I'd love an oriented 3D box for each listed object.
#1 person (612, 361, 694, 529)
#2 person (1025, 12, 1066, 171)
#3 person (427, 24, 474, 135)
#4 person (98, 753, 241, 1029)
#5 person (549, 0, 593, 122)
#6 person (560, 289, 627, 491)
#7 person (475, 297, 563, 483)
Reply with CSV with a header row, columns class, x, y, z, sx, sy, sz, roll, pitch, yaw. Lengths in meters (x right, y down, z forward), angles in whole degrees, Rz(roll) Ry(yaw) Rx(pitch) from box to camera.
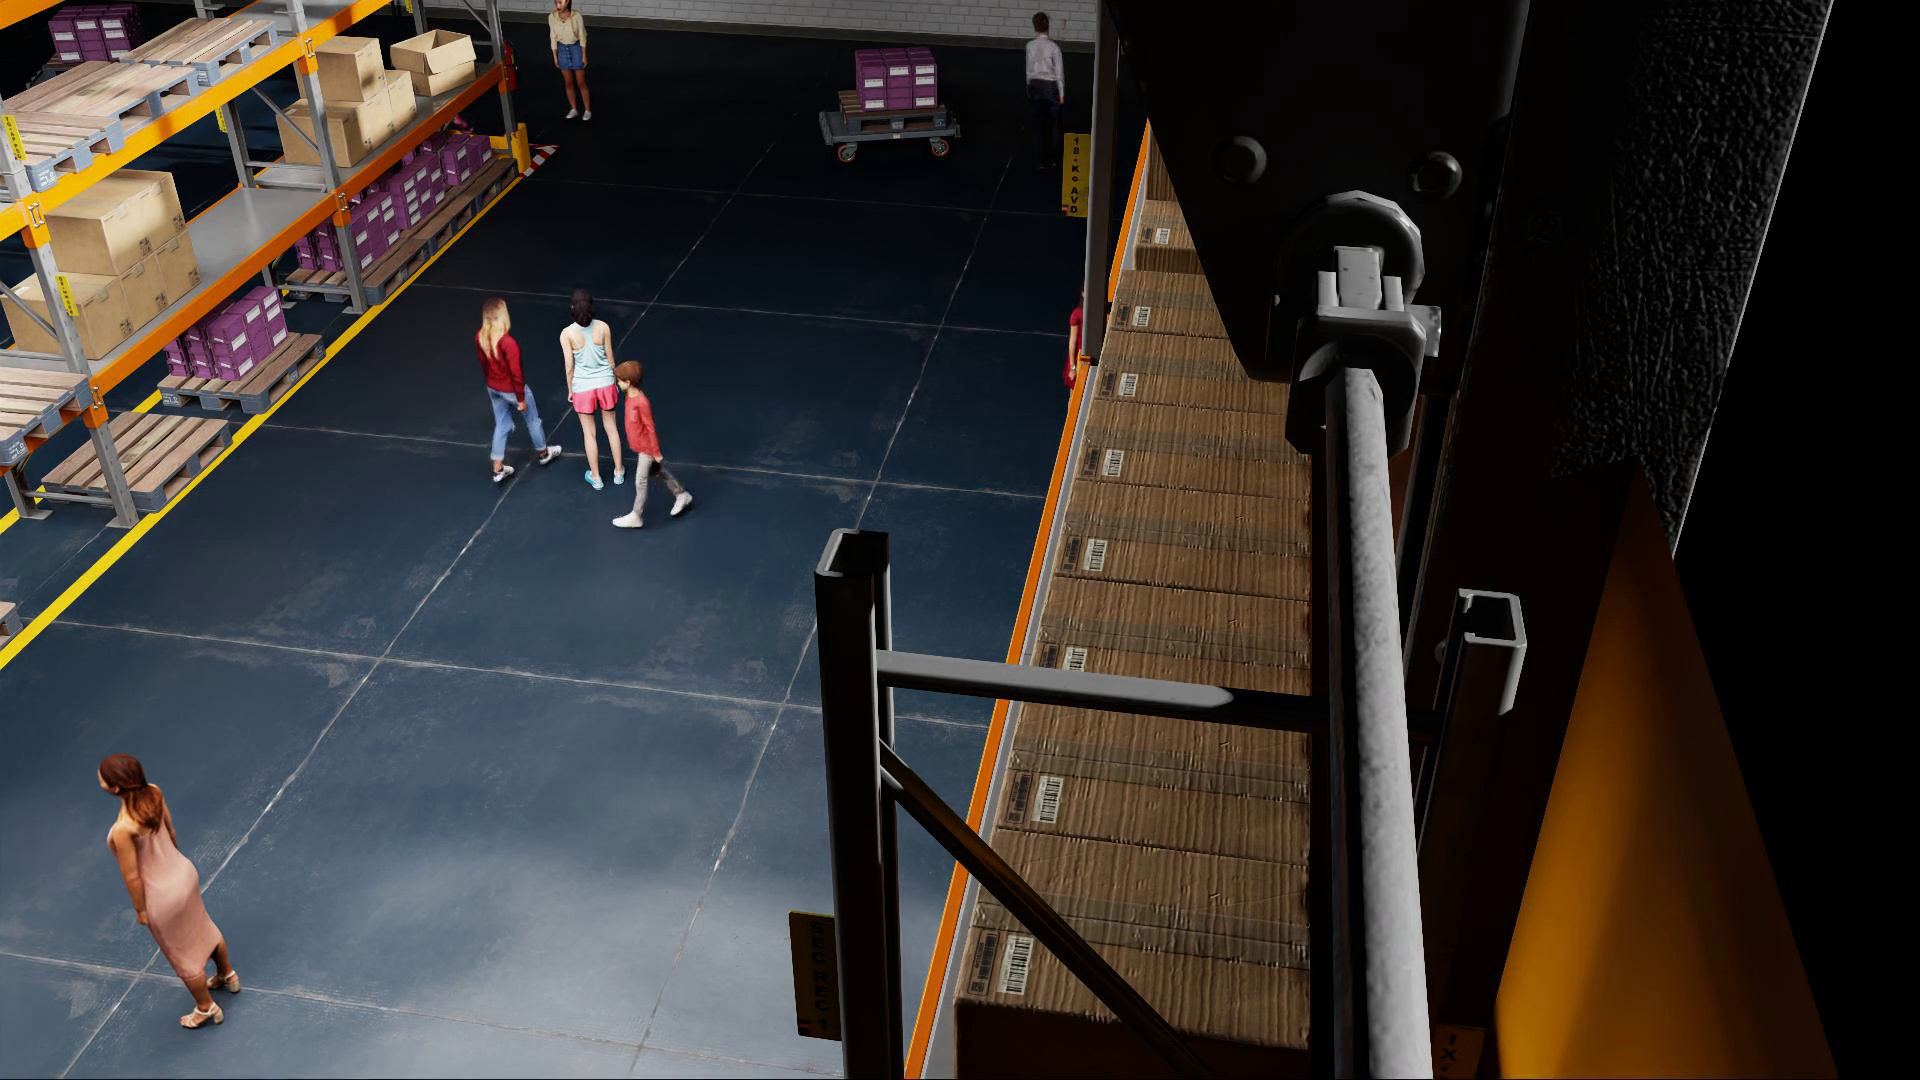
class,x,y,z,sx,sy,sz,roll,pitch,yaw
person,-2.433,-0.777,13.230,0.936,1.379,0.929,-20,39,-27
person,1.008,-5.282,19.636,0.754,1.791,0.707,24,40,31
person,-6.401,-5.600,20.435,0.793,1.435,0.958,-4,34,-7
person,-4.213,1.856,8.862,0.650,1.830,0.484,2,34,3
person,-4.928,-6.155,21.095,0.646,1.630,0.563,4,34,5
person,-2.988,-1.235,13.571,0.694,1.765,0.737,-14,36,-20
person,-3.763,-1.208,13.671,0.777,1.609,1.014,15,37,22
